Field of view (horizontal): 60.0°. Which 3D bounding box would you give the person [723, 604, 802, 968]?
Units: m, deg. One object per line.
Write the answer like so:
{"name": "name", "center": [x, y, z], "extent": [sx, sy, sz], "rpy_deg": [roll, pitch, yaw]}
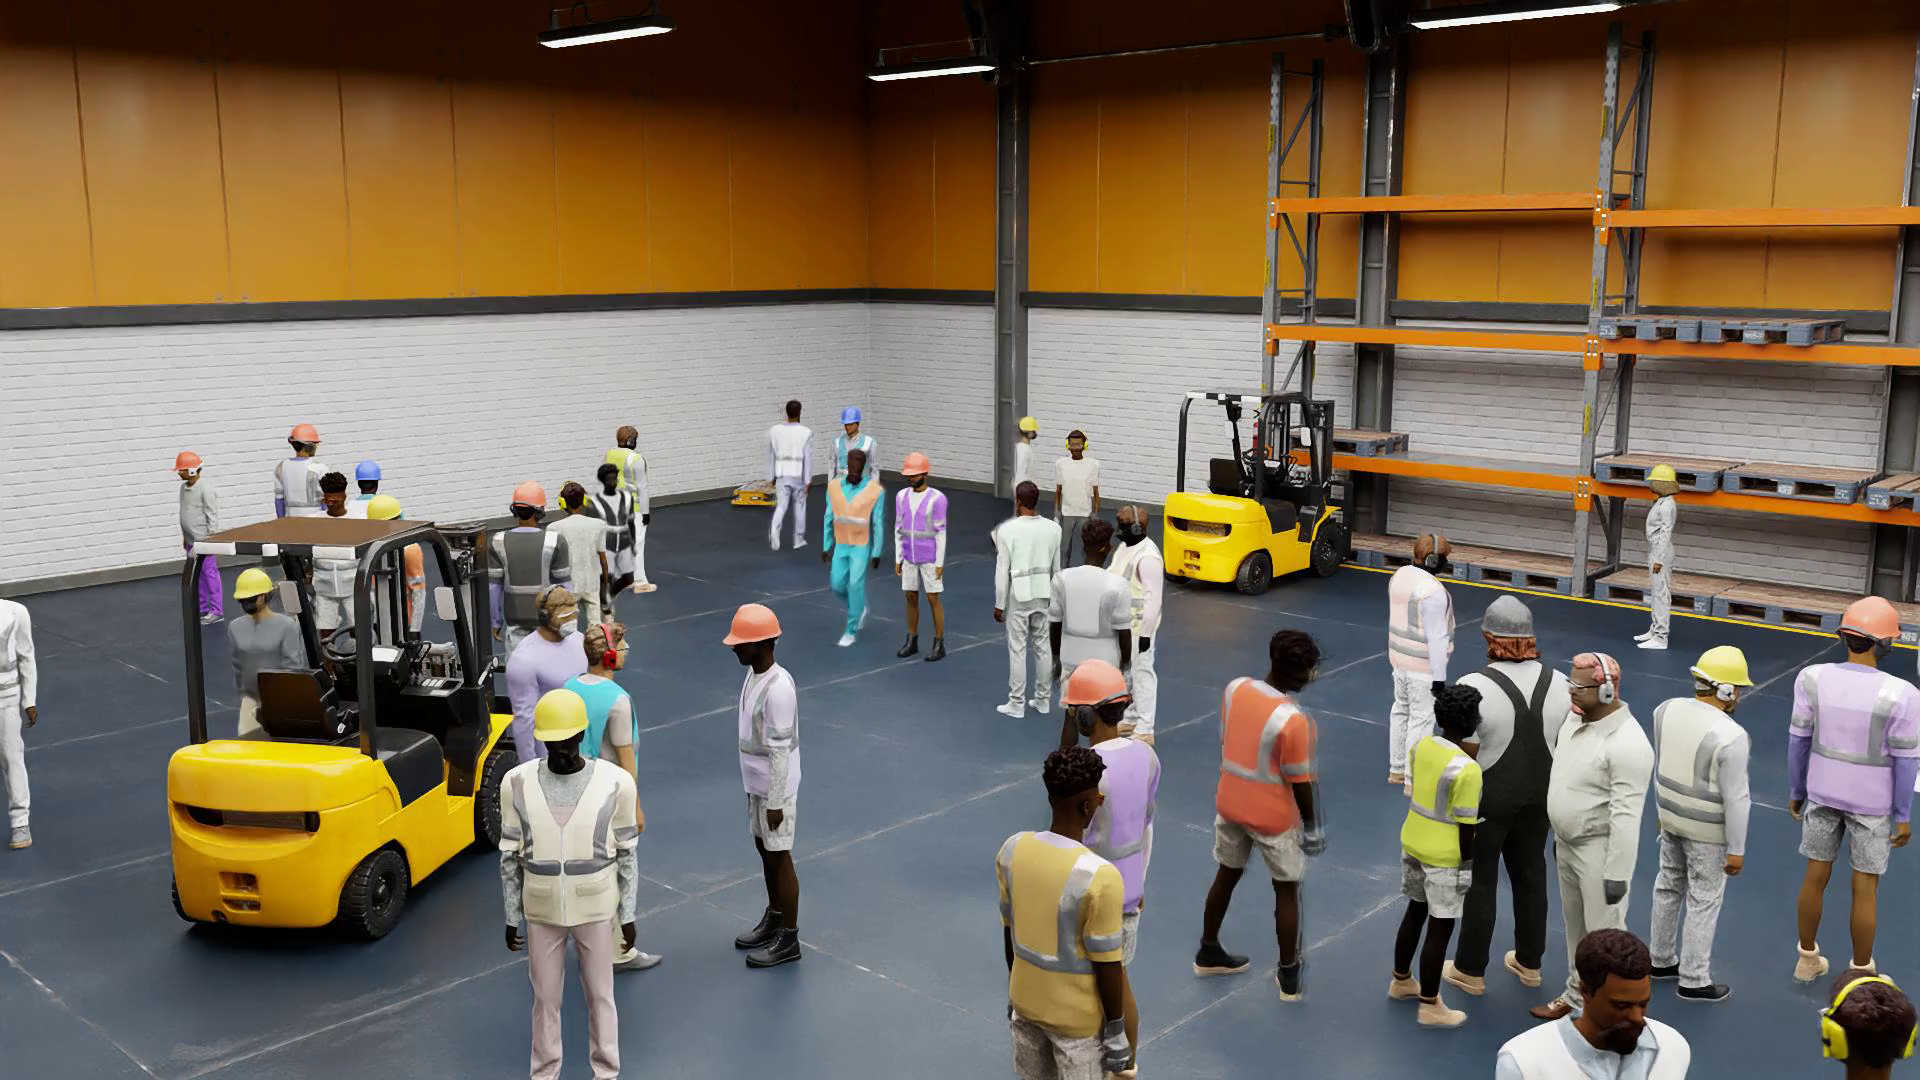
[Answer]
{"name": "person", "center": [-1.039, 1.281, 8.775], "extent": [0.389, 1.930, 0.544], "rpy_deg": [-4, 11, -21]}

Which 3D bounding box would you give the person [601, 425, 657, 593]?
{"name": "person", "center": [-3.622, -0.337, 18.233], "extent": [0.624, 1.844, 0.429], "rpy_deg": [7, 12, 33]}

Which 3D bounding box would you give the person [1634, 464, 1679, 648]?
{"name": "person", "center": [6.590, 0.153, 15.718], "extent": [0.297, 1.744, 0.487], "rpy_deg": [3, 10, 17]}

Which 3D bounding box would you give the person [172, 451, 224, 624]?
{"name": "person", "center": [-7.674, -0.025, 16.724], "extent": [0.564, 1.745, 0.345], "rpy_deg": [8, 12, 37]}

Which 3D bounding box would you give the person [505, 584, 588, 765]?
{"name": "person", "center": [-2.258, 1.190, 9.305], "extent": [0.385, 1.929, 0.635], "rpy_deg": [4, 11, 23]}

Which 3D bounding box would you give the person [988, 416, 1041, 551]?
{"name": "person", "center": [0.722, -0.646, 20.258], "extent": [0.667, 1.746, 0.526], "rpy_deg": [0, 10, 1]}

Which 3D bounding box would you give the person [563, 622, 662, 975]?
{"name": "person", "center": [-1.862, 1.339, 8.670], "extent": [0.392, 1.847, 0.563], "rpy_deg": [-9, 14, -43]}

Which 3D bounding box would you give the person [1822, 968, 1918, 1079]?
{"name": "person", "center": [2.401, 2.067, 4.501], "extent": [0.514, 1.861, 0.322], "rpy_deg": [1, 10, 7]}

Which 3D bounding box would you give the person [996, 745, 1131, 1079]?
{"name": "person", "center": [0.388, 1.720, 6.195], "extent": [0.380, 1.958, 0.604], "rpy_deg": [-8, 13, -38]}

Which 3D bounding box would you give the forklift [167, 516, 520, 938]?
{"name": "forklift", "center": [-3.583, 0.976, 9.748], "extent": [1.214, 2.155, 2.313], "rpy_deg": [2, 10, 11]}

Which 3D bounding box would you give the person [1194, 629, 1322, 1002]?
{"name": "person", "center": [1.536, 1.352, 8.380], "extent": [0.467, 1.921, 0.651], "rpy_deg": [-7, 12, -35]}

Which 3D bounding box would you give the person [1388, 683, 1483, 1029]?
{"name": "person", "center": [2.337, 1.522, 8.094], "extent": [0.326, 1.690, 0.536], "rpy_deg": [-3, 10, -15]}

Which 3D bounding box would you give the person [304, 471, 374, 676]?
{"name": "person", "center": [-5.097, 0.404, 13.679], "extent": [0.600, 1.958, 0.387], "rpy_deg": [-2, 10, -11]}

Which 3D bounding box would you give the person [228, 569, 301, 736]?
{"name": "person", "center": [-4.498, 1.033, 10.783], "extent": [0.526, 1.718, 0.912], "rpy_deg": [1, 10, 6]}

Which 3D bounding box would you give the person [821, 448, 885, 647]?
{"name": "person", "center": [-1.006, 0.056, 15.825], "extent": [0.629, 1.898, 0.499], "rpy_deg": [4, 11, 23]}

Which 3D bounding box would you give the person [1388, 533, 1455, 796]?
{"name": "person", "center": [3.179, 0.856, 11.474], "extent": [0.429, 1.834, 0.636], "rpy_deg": [-2, 10, -12]}

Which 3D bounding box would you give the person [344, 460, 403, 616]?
{"name": "person", "center": [-5.096, 0.278, 14.463], "extent": [0.605, 1.939, 0.415], "rpy_deg": [0, 10, 0]}

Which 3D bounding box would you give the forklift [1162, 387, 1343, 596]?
{"name": "forklift", "center": [3.298, -0.608, 18.767], "extent": [1.214, 2.155, 2.313], "rpy_deg": [9, 13, 42]}

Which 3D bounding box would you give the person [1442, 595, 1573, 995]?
{"name": "person", "center": [2.730, 1.278, 8.471], "extent": [0.688, 2.000, 0.536], "rpy_deg": [-3, 10, -14]}

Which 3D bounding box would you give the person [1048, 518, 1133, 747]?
{"name": "person", "center": [0.901, 0.820, 11.301], "extent": [0.613, 1.964, 0.366], "rpy_deg": [6, 11, 29]}

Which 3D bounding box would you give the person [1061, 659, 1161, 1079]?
{"name": "person", "center": [0.588, 1.515, 7.164], "extent": [0.409, 2.029, 0.613], "rpy_deg": [9, 13, 41]}

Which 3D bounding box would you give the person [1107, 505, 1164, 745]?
{"name": "person", "center": [1.308, 0.649, 12.616], "extent": [0.430, 1.843, 0.625], "rpy_deg": [-2, 10, -14]}

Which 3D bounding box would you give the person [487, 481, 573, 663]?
{"name": "person", "center": [-3.202, 0.574, 12.470], "extent": [0.616, 2.041, 0.380], "rpy_deg": [0, 10, -1]}

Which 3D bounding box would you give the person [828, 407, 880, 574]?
{"name": "person", "center": [-1.238, -0.577, 19.292], "extent": [0.618, 1.945, 0.394], "rpy_deg": [3, 10, 15]}

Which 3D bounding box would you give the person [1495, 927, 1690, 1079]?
{"name": "person", "center": [1.766, 1.995, 4.743], "extent": [0.596, 1.914, 0.373], "rpy_deg": [-3, 10, -16]}

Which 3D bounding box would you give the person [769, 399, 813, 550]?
{"name": "person", "center": [-2.125, -0.800, 20.722], "extent": [0.608, 1.893, 0.790], "rpy_deg": [3, 10, 14]}

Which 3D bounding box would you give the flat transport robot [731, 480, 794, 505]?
{"name": "flat transport robot", "center": [-2.923, -0.715, 24.853], "extent": [0.652, 0.197, 1.431], "rpy_deg": [1, 10, 7]}

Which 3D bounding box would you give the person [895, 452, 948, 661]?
{"name": "person", "center": [-0.375, 0.153, 15.208], "extent": [0.543, 1.928, 0.399], "rpy_deg": [6, 12, 31]}

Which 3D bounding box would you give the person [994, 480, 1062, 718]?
{"name": "person", "center": [0.557, 0.479, 13.399], "extent": [0.588, 1.911, 0.386], "rpy_deg": [-6, 12, -30]}

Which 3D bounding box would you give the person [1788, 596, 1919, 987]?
{"name": "person", "center": [4.498, 1.290, 8.391], "extent": [0.392, 2.044, 0.608], "rpy_deg": [-7, 12, -36]}

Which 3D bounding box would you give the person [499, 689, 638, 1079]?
{"name": "person", "center": [-1.669, 1.570, 7.127], "extent": [0.585, 1.927, 0.366], "rpy_deg": [-1, 10, -5]}

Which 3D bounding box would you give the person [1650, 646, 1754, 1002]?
{"name": "person", "center": [3.711, 1.417, 8.324], "extent": [0.403, 1.817, 0.605], "rpy_deg": [-3, 10, -17]}

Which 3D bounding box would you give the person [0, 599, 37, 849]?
{"name": "person", "center": [-6.086, 1.018, 10.395], "extent": [0.575, 1.883, 0.356], "rpy_deg": [-3, 10, -17]}

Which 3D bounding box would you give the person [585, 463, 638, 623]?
{"name": "person", "center": [-3.473, 0.059, 16.423], "extent": [0.538, 1.687, 0.499], "rpy_deg": [-8, 13, -37]}

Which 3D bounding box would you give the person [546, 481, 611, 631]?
{"name": "person", "center": [-3.156, 0.436, 13.790], "extent": [0.520, 1.858, 0.338], "rpy_deg": [-4, 11, -19]}

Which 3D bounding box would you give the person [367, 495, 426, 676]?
{"name": "person", "center": [-4.305, 0.599, 12.688], "extent": [0.585, 1.916, 0.390], "rpy_deg": [9, 13, 40]}

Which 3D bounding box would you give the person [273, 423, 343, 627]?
{"name": "person", "center": [-6.480, -0.141, 16.547], "extent": [0.613, 2.039, 0.393], "rpy_deg": [3, 10, 15]}

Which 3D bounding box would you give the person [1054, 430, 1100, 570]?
{"name": "person", "center": [1.247, -0.259, 17.754], "extent": [0.507, 1.861, 0.327], "rpy_deg": [2, 10, 13]}

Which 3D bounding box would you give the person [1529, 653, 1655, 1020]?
{"name": "person", "center": [2.969, 1.458, 7.862], "extent": [0.397, 1.900, 0.649], "rpy_deg": [-1, 10, -6]}
